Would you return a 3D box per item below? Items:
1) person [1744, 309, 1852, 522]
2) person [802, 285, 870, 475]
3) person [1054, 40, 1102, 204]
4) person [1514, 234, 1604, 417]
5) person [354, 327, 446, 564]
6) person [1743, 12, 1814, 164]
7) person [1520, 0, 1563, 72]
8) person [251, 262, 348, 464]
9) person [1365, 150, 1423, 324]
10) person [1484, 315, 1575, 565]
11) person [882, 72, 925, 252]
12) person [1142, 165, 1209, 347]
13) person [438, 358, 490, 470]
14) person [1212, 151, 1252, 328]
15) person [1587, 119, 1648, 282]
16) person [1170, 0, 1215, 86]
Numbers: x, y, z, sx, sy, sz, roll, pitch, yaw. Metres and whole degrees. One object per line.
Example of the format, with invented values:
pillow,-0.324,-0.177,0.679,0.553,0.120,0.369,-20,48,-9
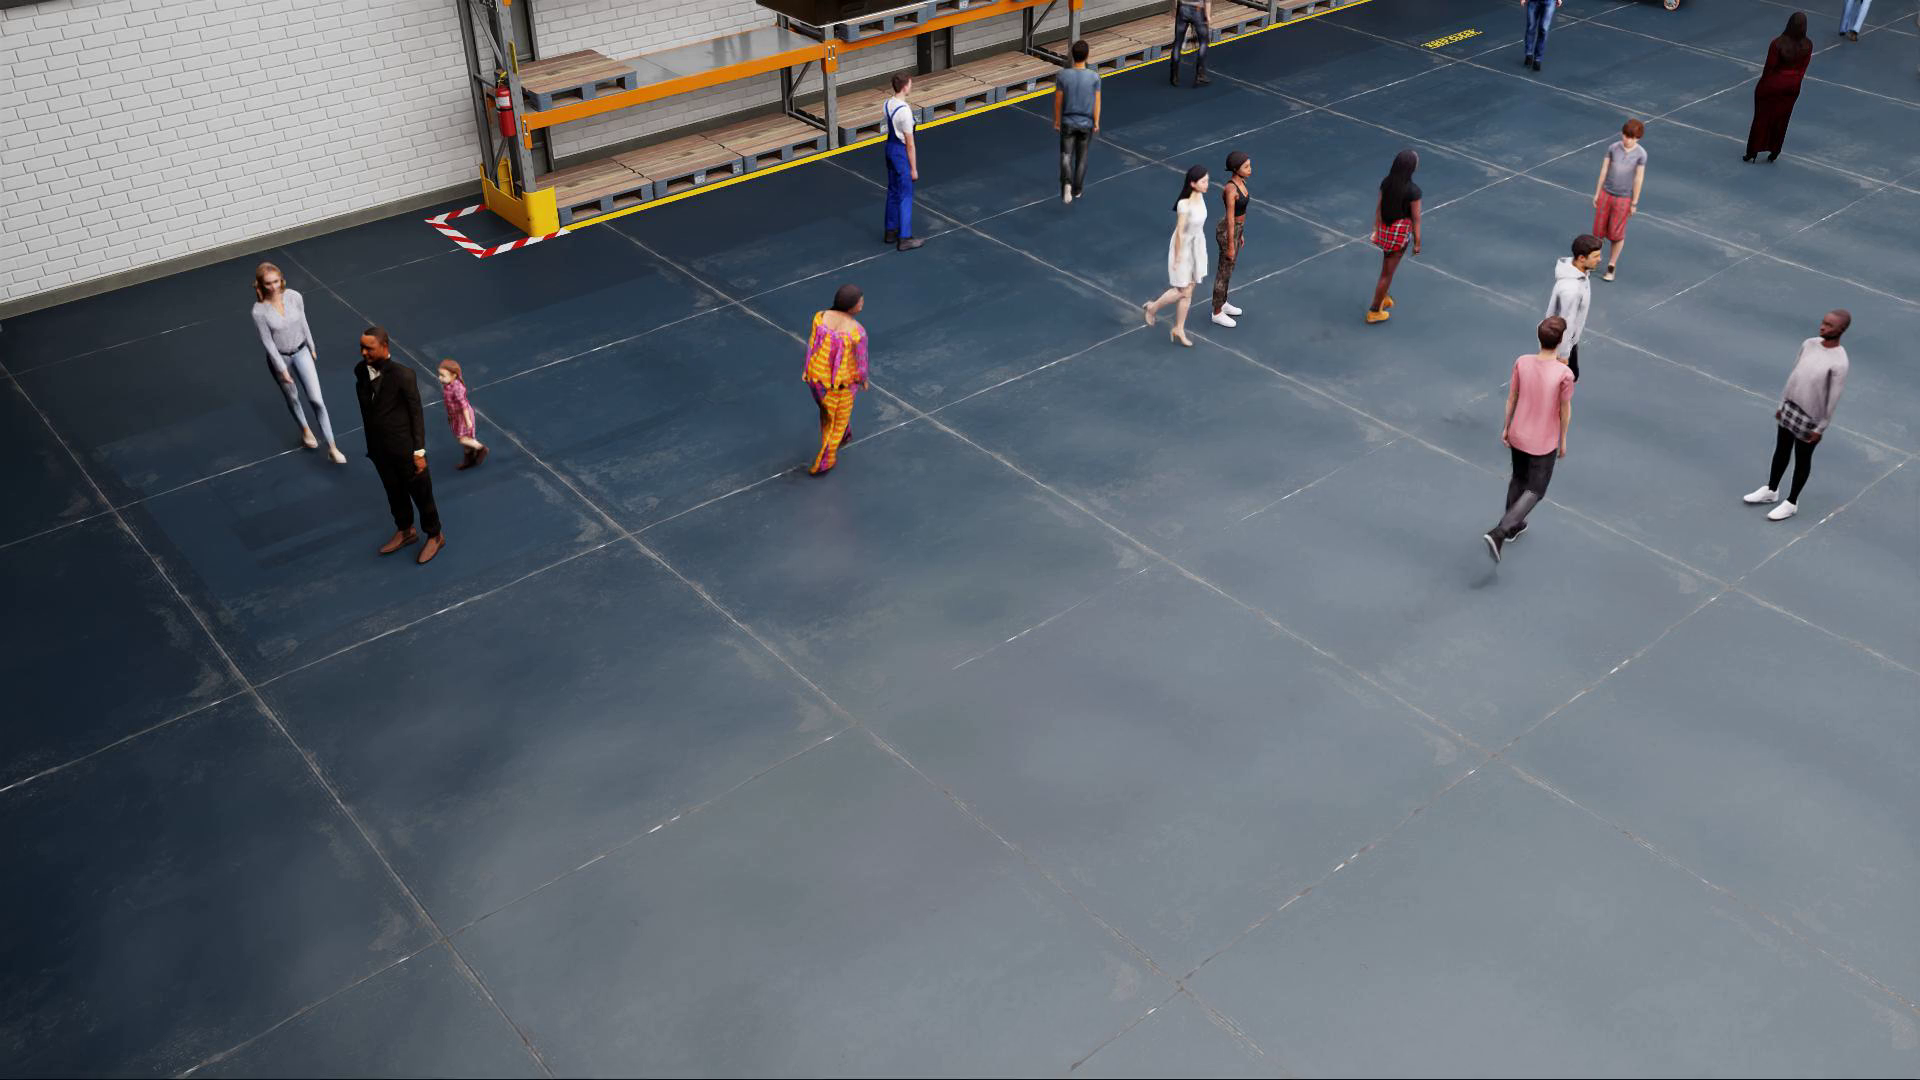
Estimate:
person,6.597,-0.990,12.943,0.673,1.771,0.688,-9,35,-14
person,-1.054,-1.318,13.574,0.870,1.620,0.993,13,36,18
person,1.284,-4.561,18.294,1.003,1.794,1.066,3,34,5
person,4.891,-1.667,13.834,0.897,1.913,0.802,13,36,19
person,-4.208,-0.730,12.432,0.794,1.904,0.782,13,36,19
person,9.555,-5.267,19.390,0.746,1.757,0.831,-1,34,-2
person,7.835,-7.316,22.371,0.972,1.869,1.092,11,35,16
person,-5.566,-1.501,13.725,0.963,1.756,0.695,-24,40,-31
person,4.058,-2.842,15.787,0.697,1.707,0.622,-21,39,-28
person,4.221,-0.710,12.373,1.071,1.937,0.671,-28,43,-35
person,-0.635,-3.964,17.349,0.580,1.847,0.641,-20,38,-27
person,2.023,-2.642,15.440,0.855,1.758,0.880,19,38,26
person,-4.075,-1.050,13.716,0.525,1.014,0.442,-20,38,-27
person,2.586,-2.898,15.878,0.720,1.700,0.615,12,36,18
person,6.614,-3.453,16.758,0.630,1.649,0.623,23,40,30
person,3.003,-6.877,21.691,0.842,1.892,0.748,11,35,17
